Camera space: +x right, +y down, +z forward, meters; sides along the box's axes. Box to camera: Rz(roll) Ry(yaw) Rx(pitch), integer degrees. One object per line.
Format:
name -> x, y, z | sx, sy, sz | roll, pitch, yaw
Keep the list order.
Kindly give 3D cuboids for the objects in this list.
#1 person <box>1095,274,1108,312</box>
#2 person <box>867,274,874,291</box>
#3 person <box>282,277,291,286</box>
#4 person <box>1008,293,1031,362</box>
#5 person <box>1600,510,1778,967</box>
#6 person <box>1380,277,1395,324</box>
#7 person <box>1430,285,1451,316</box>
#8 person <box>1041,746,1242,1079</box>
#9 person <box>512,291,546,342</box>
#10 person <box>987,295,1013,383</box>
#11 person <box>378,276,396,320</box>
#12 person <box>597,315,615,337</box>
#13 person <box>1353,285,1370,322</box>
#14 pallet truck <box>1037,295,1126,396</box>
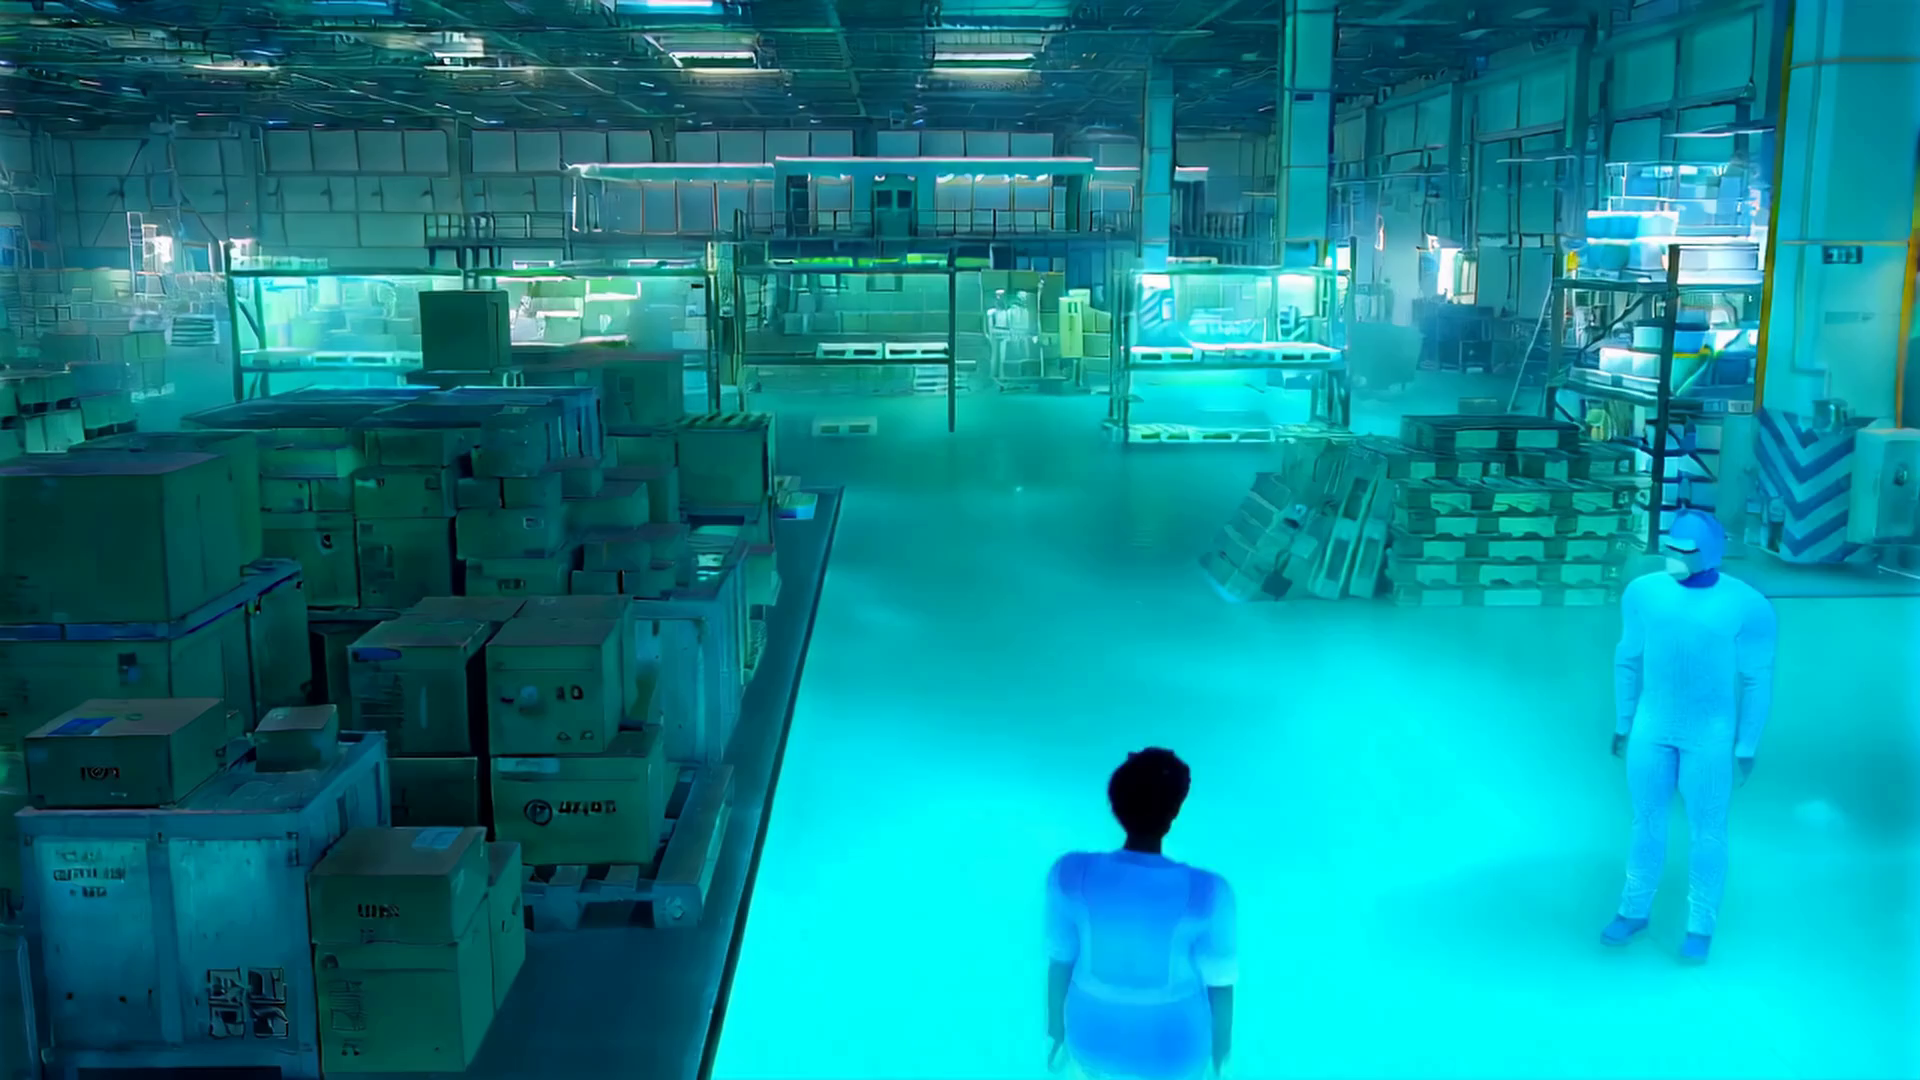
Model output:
person -> 4.925, -8.295, 57.915 | 0.395, 1.910, 0.586 | -7, 12, -32
person -> -3.325, -8.491, 58.950 | 0.541, 1.929, 0.392 | -3, 11, -18
person -> -24.679, -8.773, 61.025 | 0.483, 1.744, 0.306 | -2, 10, -10
person -> 1.370, -4.475, 36.607 | 0.644, 1.902, 0.972 | -8, 13, -36
person -> 3.061, 0.826, 7.017 | 0.628, 1.934, 0.374 | 10, 14, 43
person -> 14.496, -7.986, 56.404 | 0.596, 1.827, 0.461 | -4, 11, -21
person -> 13.208, -6.069, 45.688 | 0.624, 1.844, 0.429 | -2, 10, -9
person -> 0.498, 1.386, 4.586 | 0.552, 1.682, 0.371 | 3, 11, 16
person -> -8.836, -4.074, 34.015 | 0.689, 2.000, 0.537 | 1, 10, 3
person -> 0.859, -4.335, 35.909 | 0.573, 1.883, 0.353 | -2, 10, -11
person -> -20.186, -8.377, 58.602 | 0.613, 1.818, 0.507 | 1, 10, 6
person -> -5.840, -2.833, 27.754 | 0.995, 1.830, 0.508 | 0, 10, 0
person -> 11.440, -6.386, 47.534 | 0.534, 1.823, 0.989 | 4, 11, 19
pallet truck -> 2.483, -3.881, 33.060 | 1.885, 1.965, 0.823 | -7, 13, -36
